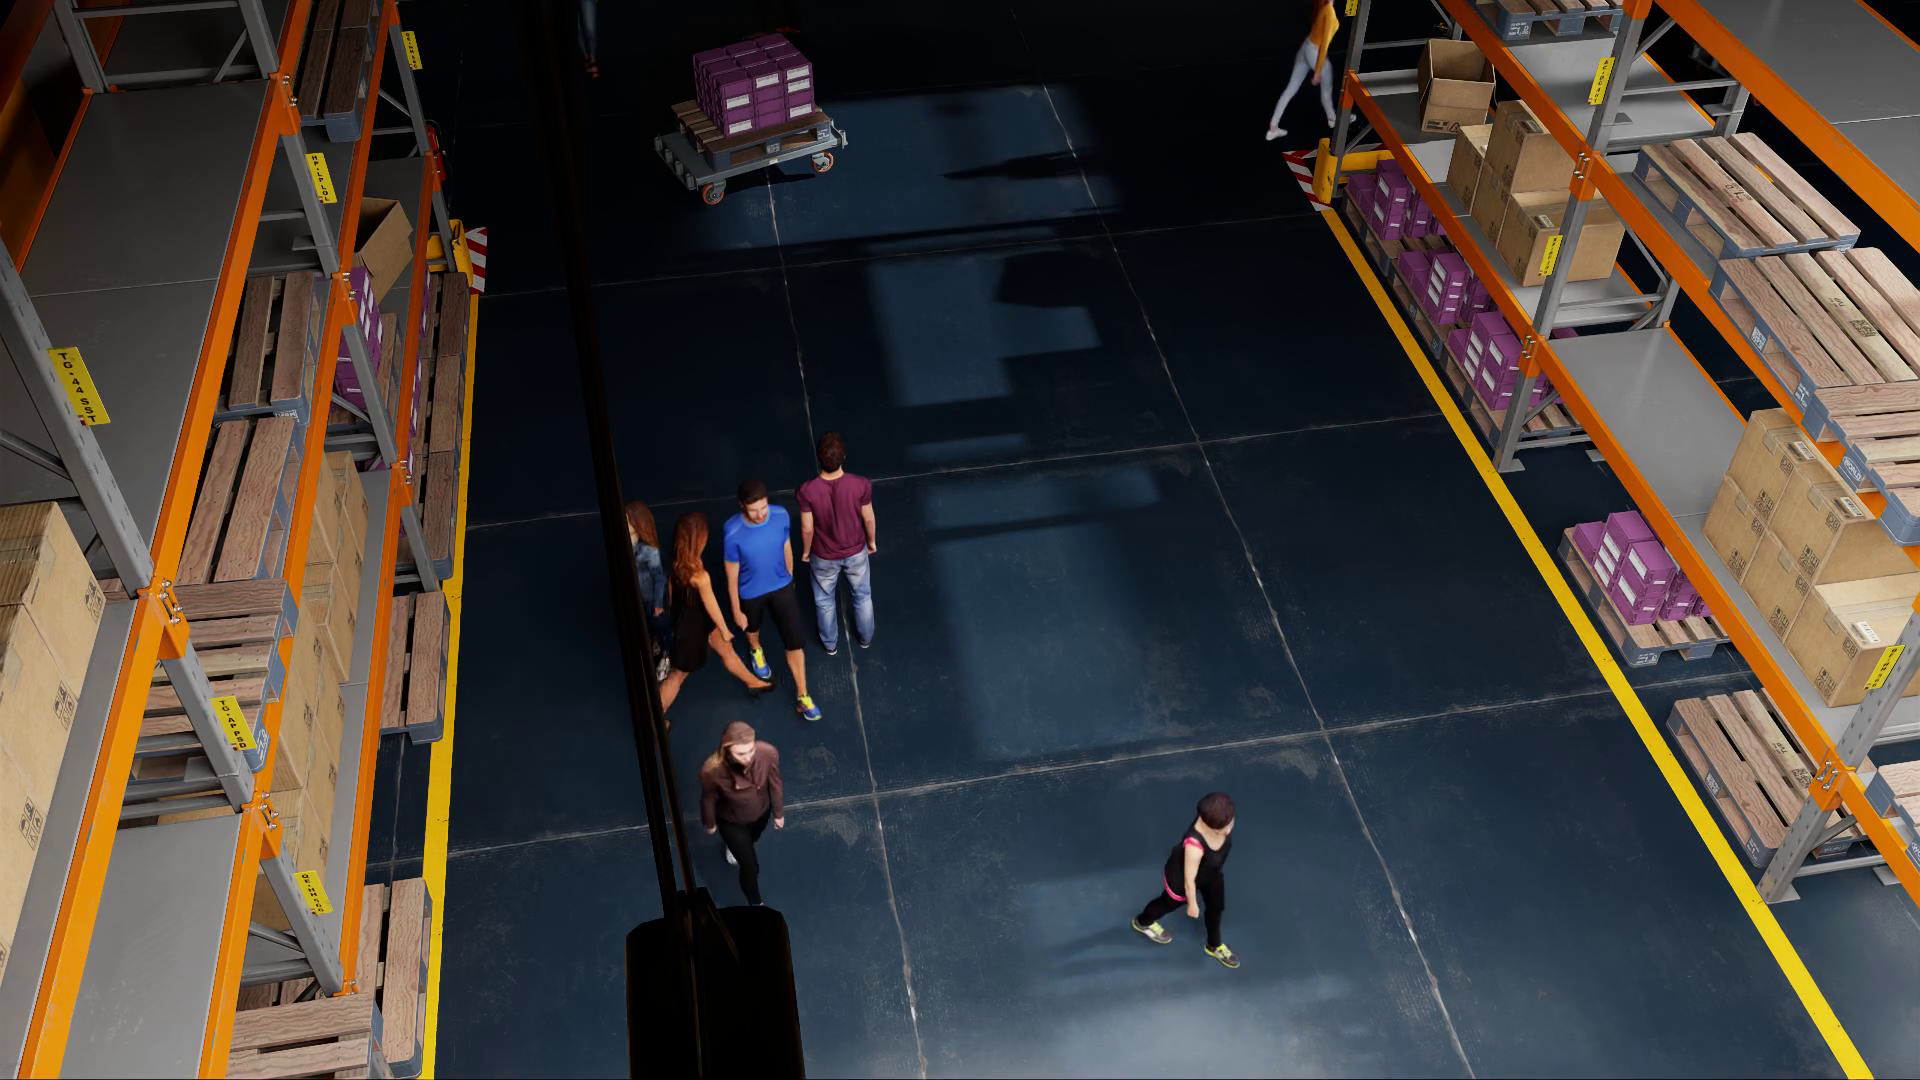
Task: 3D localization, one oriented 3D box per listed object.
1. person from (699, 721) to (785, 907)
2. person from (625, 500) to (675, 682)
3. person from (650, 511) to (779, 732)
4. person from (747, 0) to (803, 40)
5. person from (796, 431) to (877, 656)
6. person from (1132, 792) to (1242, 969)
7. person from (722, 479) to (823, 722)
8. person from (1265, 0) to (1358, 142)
[{"bbox_3d":[-1.266,1.513,9.538,0.845,1.669,1.122,-17,46,-17],"label":"person"},{"bbox_3d":[-2.069,0.309,10.941,0.612,1.477,0.700,34,53,30],"label":"person"},{"bbox_3d":[-1.747,0.622,10.401,0.922,1.769,1.146,-25,49,-24],"label":"person"},{"bbox_3d":[-1.850,-6.115,17.462,0.902,1.785,0.847,5,44,5],"label":"person"},{"bbox_3d":[-0.800,0.034,10.955,0.646,1.855,0.534,-7,44,-8],"label":"person"},{"bbox_3d":[1.247,1.819,9.324,0.967,1.521,0.892,23,48,22],"label":"person"},{"bbox_3d":[-1.308,0.247,10.751,0.792,1.829,1.177,-17,46,-17],"label":"person"},{"bbox_3d":[3.306,-4.552,15.892,0.874,1.686,1.152,-14,45,-14],"label":"person"}]
